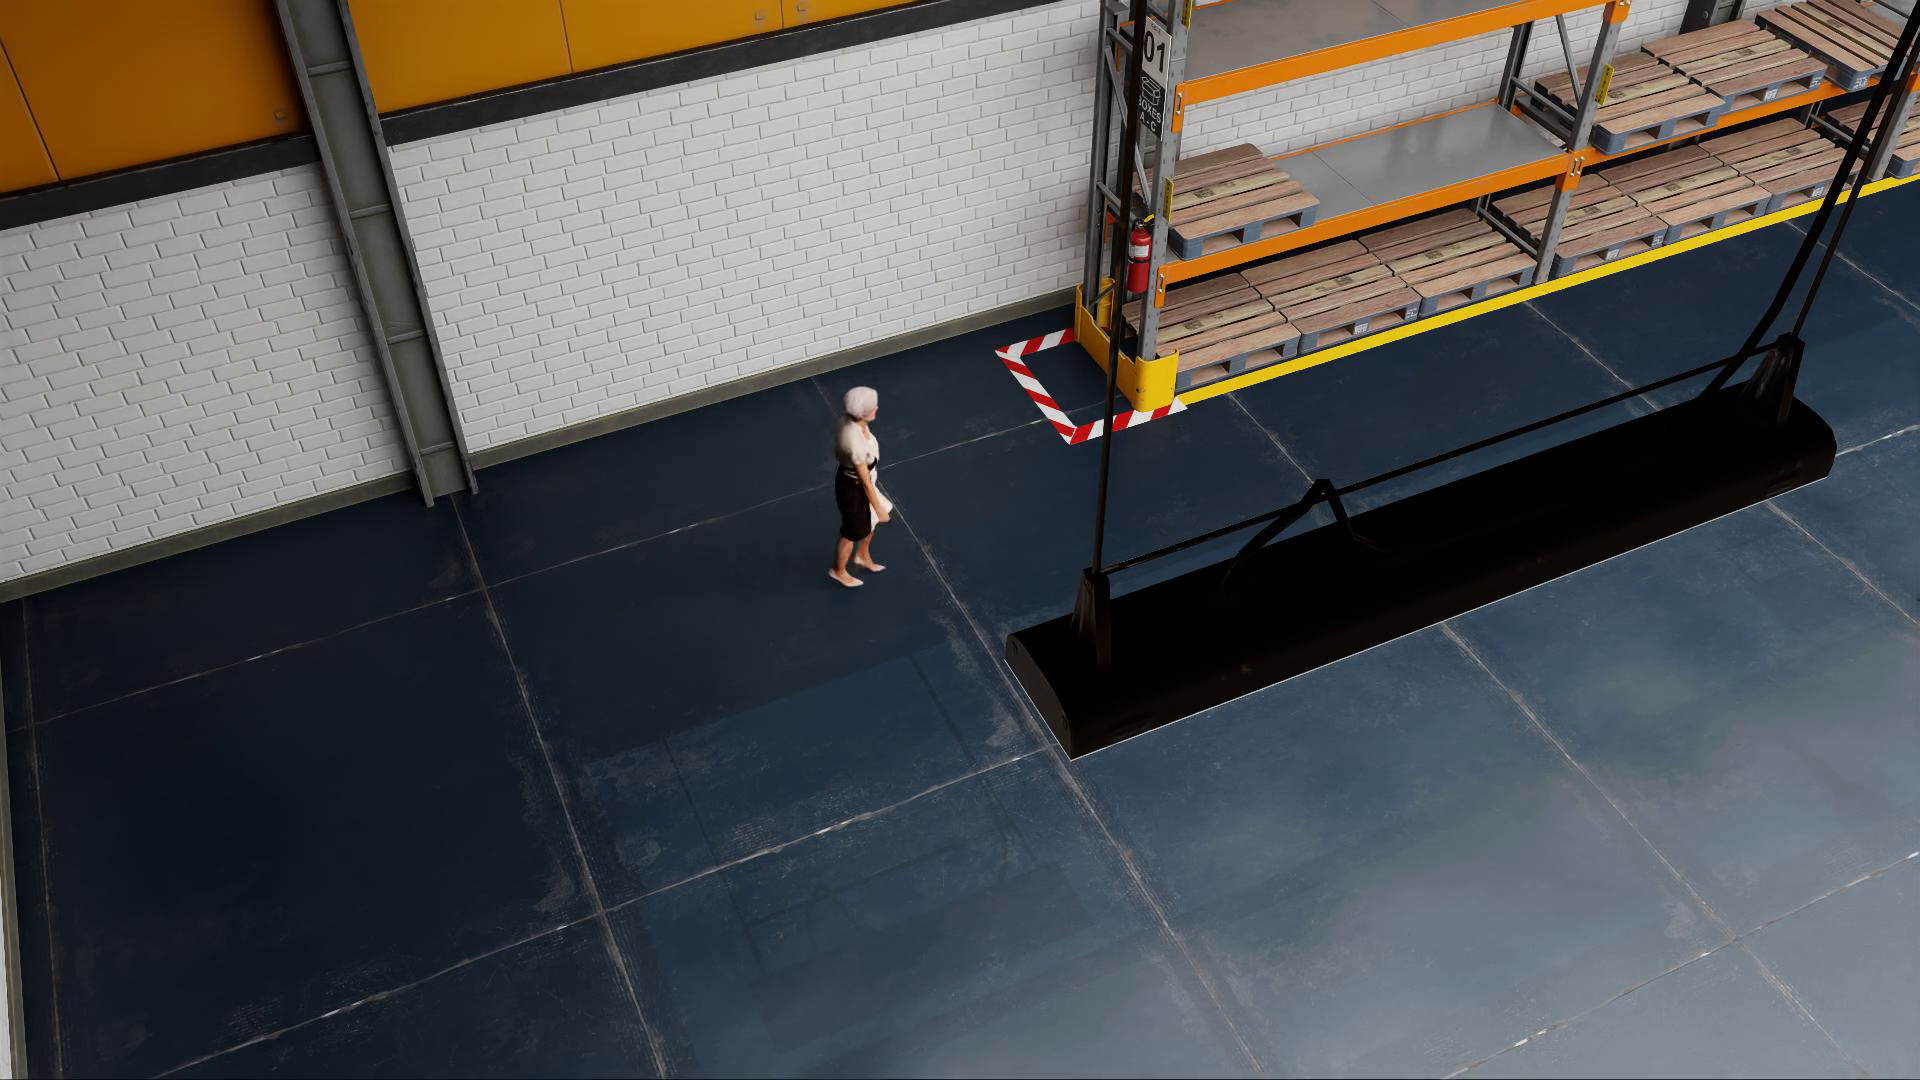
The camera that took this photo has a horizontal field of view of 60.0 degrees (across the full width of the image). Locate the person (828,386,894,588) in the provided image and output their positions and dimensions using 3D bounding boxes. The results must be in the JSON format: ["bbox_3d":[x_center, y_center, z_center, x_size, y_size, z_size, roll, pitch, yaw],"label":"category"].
[{"bbox_3d":[-0.821,-0.306,11.308,0.819,1.729,0.748,-1,44,-1],"label":"person"}]
